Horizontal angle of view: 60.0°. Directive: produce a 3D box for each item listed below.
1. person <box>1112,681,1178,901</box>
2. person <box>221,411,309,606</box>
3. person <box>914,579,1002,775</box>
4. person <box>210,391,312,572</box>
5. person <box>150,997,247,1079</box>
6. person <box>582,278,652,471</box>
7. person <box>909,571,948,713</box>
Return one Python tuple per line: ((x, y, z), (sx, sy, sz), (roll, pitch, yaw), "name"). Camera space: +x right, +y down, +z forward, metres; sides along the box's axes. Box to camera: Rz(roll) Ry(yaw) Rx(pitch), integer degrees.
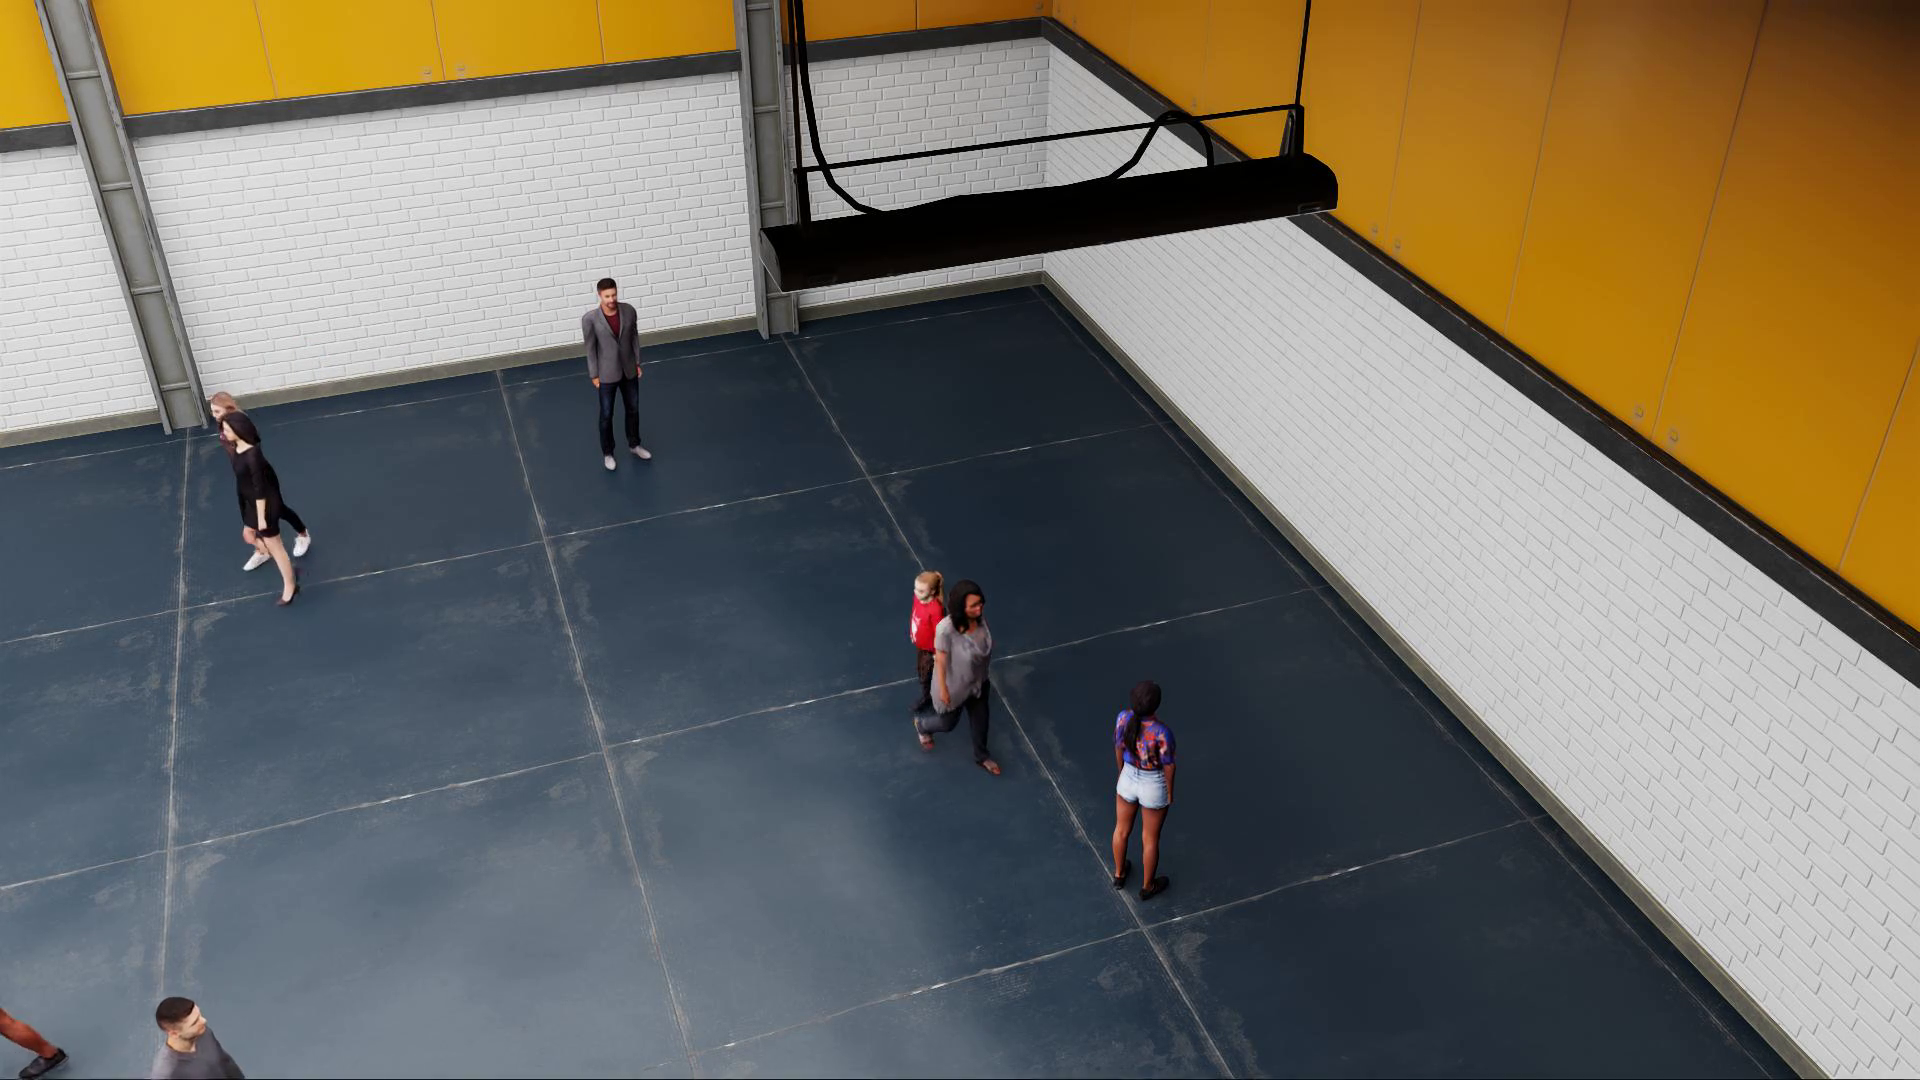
((1.173, 1.594, 10.701), (0.668, 1.742, 0.702), (20, 38, 27), "person")
((-5.544, -0.266, 13.450), (0.672, 1.797, 0.660), (-17, 37, -23), "person")
((-0.041, 0.942, 11.821), (0.928, 1.588, 0.993), (29, 43, 36), "person")
((-5.857, -0.537, 13.972), (0.883, 1.671, 0.955), (16, 37, 22), "person")
((-3.936, 3.005, 8.572), (0.957, 1.748, 0.789), (-1, 34, -2), "person")
((-3.171, -1.561, 15.330), (0.616, 1.873, 0.790), (-19, 38, -26), "person")
((-0.186, 0.753, 12.390), (0.620, 1.273, 0.568), (-19, 38, -26), "person")
